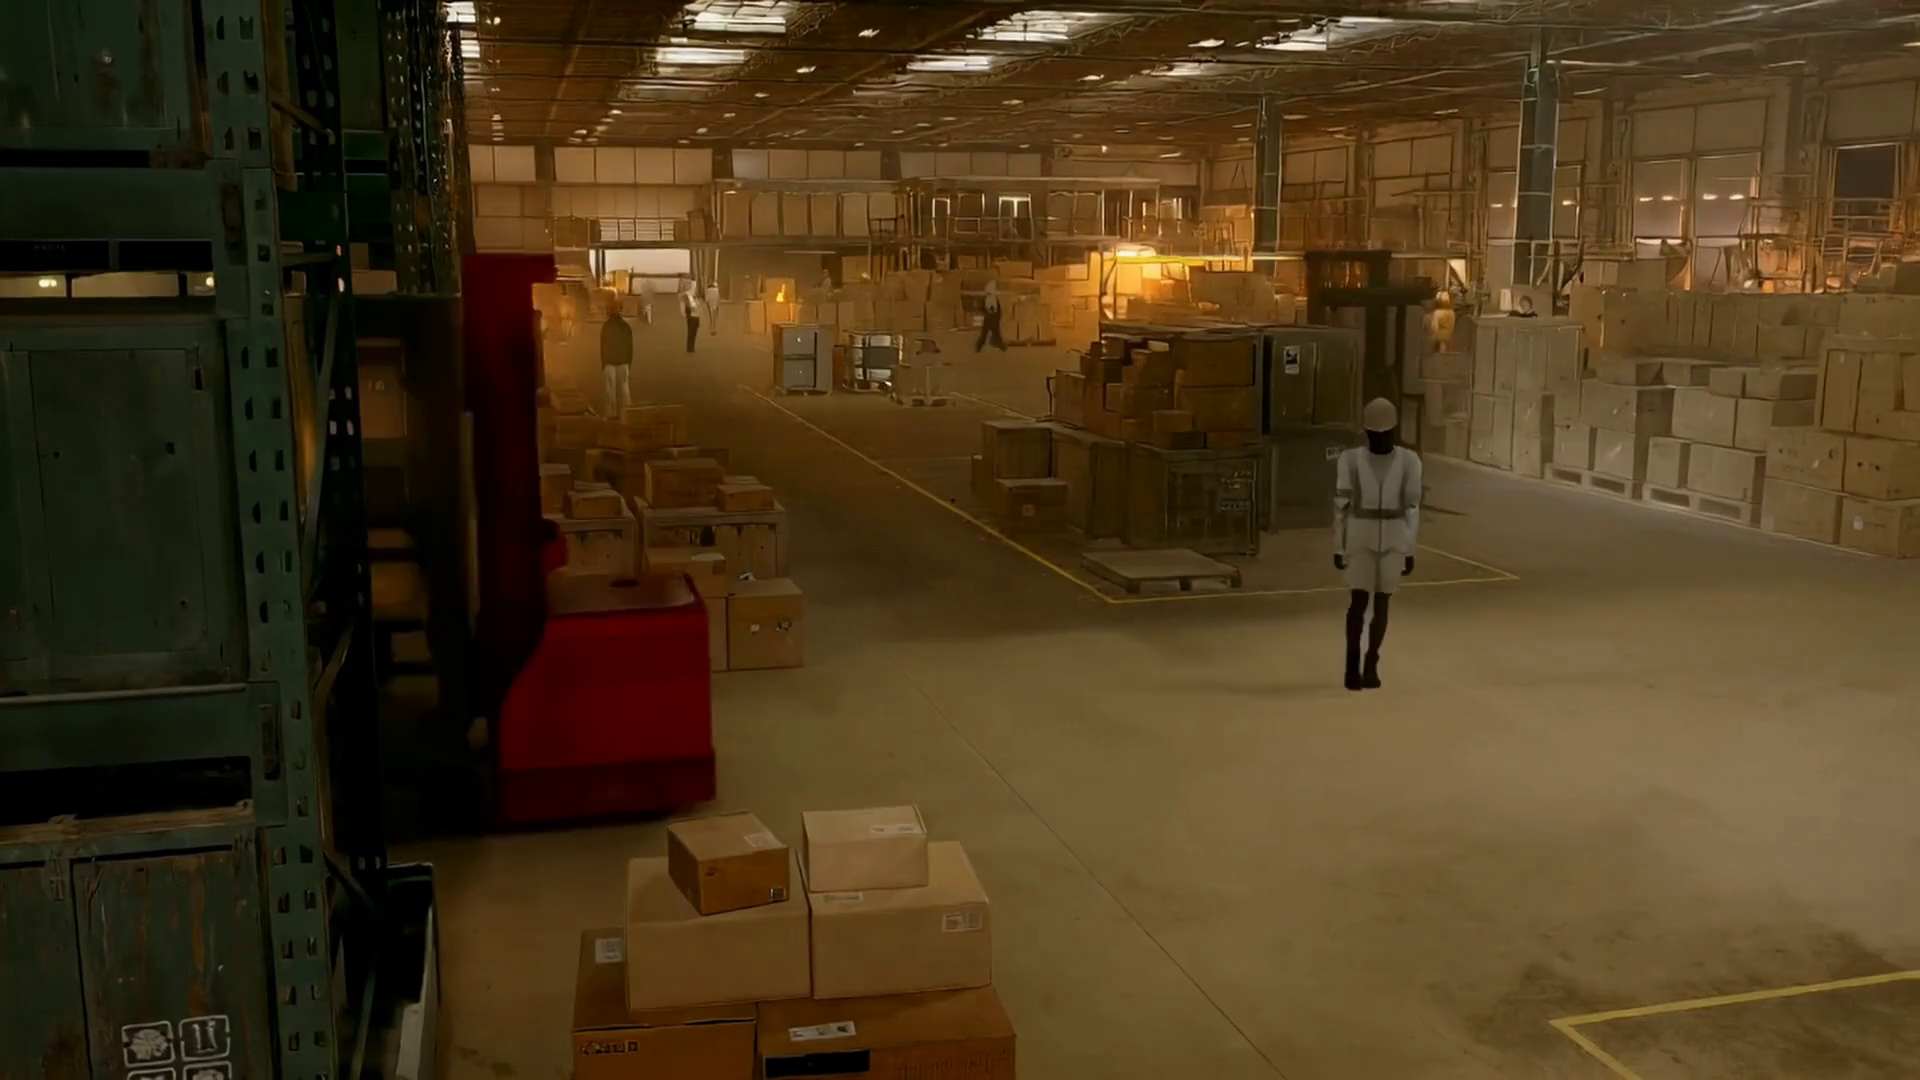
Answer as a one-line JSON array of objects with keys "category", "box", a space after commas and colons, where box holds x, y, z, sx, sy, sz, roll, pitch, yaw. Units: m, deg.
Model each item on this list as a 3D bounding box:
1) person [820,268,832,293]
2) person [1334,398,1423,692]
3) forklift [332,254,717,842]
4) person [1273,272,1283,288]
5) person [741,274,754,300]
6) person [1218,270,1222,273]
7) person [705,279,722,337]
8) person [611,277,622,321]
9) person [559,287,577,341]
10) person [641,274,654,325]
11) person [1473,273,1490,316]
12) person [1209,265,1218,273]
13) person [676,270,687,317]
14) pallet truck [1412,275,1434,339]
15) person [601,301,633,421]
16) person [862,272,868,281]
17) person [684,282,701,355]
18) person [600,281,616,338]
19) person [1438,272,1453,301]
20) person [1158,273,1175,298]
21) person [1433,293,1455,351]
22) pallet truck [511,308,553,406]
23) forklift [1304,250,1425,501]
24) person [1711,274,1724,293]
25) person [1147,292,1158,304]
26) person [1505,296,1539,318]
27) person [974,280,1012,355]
[{"category": "person", "box": [-5.830, -10.885, 72.554, 0.633, 1.908, 1.021, 4, 11, 22]}, {"category": "person", "box": [2.685, 0.040, 10.702, 0.535, 1.907, 0.592, 1, 10, 8]}, {"category": "forklift", "box": [-2.259, -0.048, 8.446, 1.873, 2.768, 1.129, -3, 10, -15]}, {"category": "person", "box": [12.057, -9.175, 62.843, 0.530, 1.920, 0.569, 6, 12, 31]}, {"category": "person", "box": [-9.025, -10.469, 70.753, 0.541, 1.716, 0.928, -2, 10, -9]}, {"category": "person", "box": [12.740, -12.281, 81.002, 0.493, 1.720, 0.512, 8, 12, 36]}, {"category": "person", "box": [-7.842, -7.363, 52.829, 0.559, 1.829, 0.915, -1, 10, -3]}, {"category": "person", "box": [-11.049, -7.508, 53.486, 0.977, 1.886, 0.563, 3, 11, 18]}, {"category": "person", "box": [-11.927, -6.882, 50.638, 0.536, 1.637, 0.909, -3, 10, -17]}, {"category": "person", "box": [-11.421, -8.807, 60.908, 0.393, 1.887, 0.659, 0, 10, 0]}, {"category": "person", "box": [20.010, -9.303, 63.793, 0.637, 1.842, 0.429, -1, 10, -6]}, {"category": "person", "box": [12.479, -12.576, 82.029, 0.604, 1.947, 0.387, -1, 10, -8]}, {"category": "person", "box": [-11.338, -10.035, 67.729, 0.370, 1.915, 0.597, 4, 11, 22]}, {"category": "pallet truck", "box": [14.620, -7.324, 52.145, 0.823, 1.965, 1.885, 8, 13, 40]}, {"category": "person", "box": [-5.647, -2.923, 27.262, 0.610, 1.985, 0.393, 5, 11, 26]}, {"category": "person", "box": [-3.975, -10.001, 67.782, 0.878, 1.837, 0.512, -1, 10, -4]}, {"category": "person", "box": [-7.106, -5.862, 44.090, 0.372, 1.916, 0.597, 3, 11, 17]}, {"category": "person", "box": [-10.989, -7.258, 52.387, 0.902, 1.781, 0.598, -5, 11, -24]}, {"category": "person", "box": [19.882, -10.065, 68.107, 0.621, 1.845, 0.429, 5, 11, 26]}, {"category": "person", "box": [7.746, -9.107, 62.498, 0.672, 1.911, 0.668, -1, 10, -3]}, {"category": "person", "box": [10.216, -4.301, 35.317, 0.596, 1.900, 0.797, -5, 11, -24]}, {"category": "pallet truck", "box": [-6.242, -2.418, 24.362, 0.823, 1.965, 1.885, 1, 10, 3]}, {"category": "forklift", "box": [4.319, -1.869, 18.758, 1.129, 2.768, 1.873, -3, 10, -15]}, {"category": "person", "box": [26.702, -8.412, 58.566, 0.588, 1.912, 0.417, -4, 11, -22]}, {"category": "person", "box": [4.432, -4.751, 38.075, 1.007, 1.826, 0.593, -1, 10, -8]}, {"category": "person", "box": [10.787, -3.727, 31.978, 0.662, 1.925, 0.430, 3, 10, 14]}, {"category": "person", "box": [0.830, -5.876, 43.824, 1.002, 2.000, 0.688, -2, 10, -9]}]
